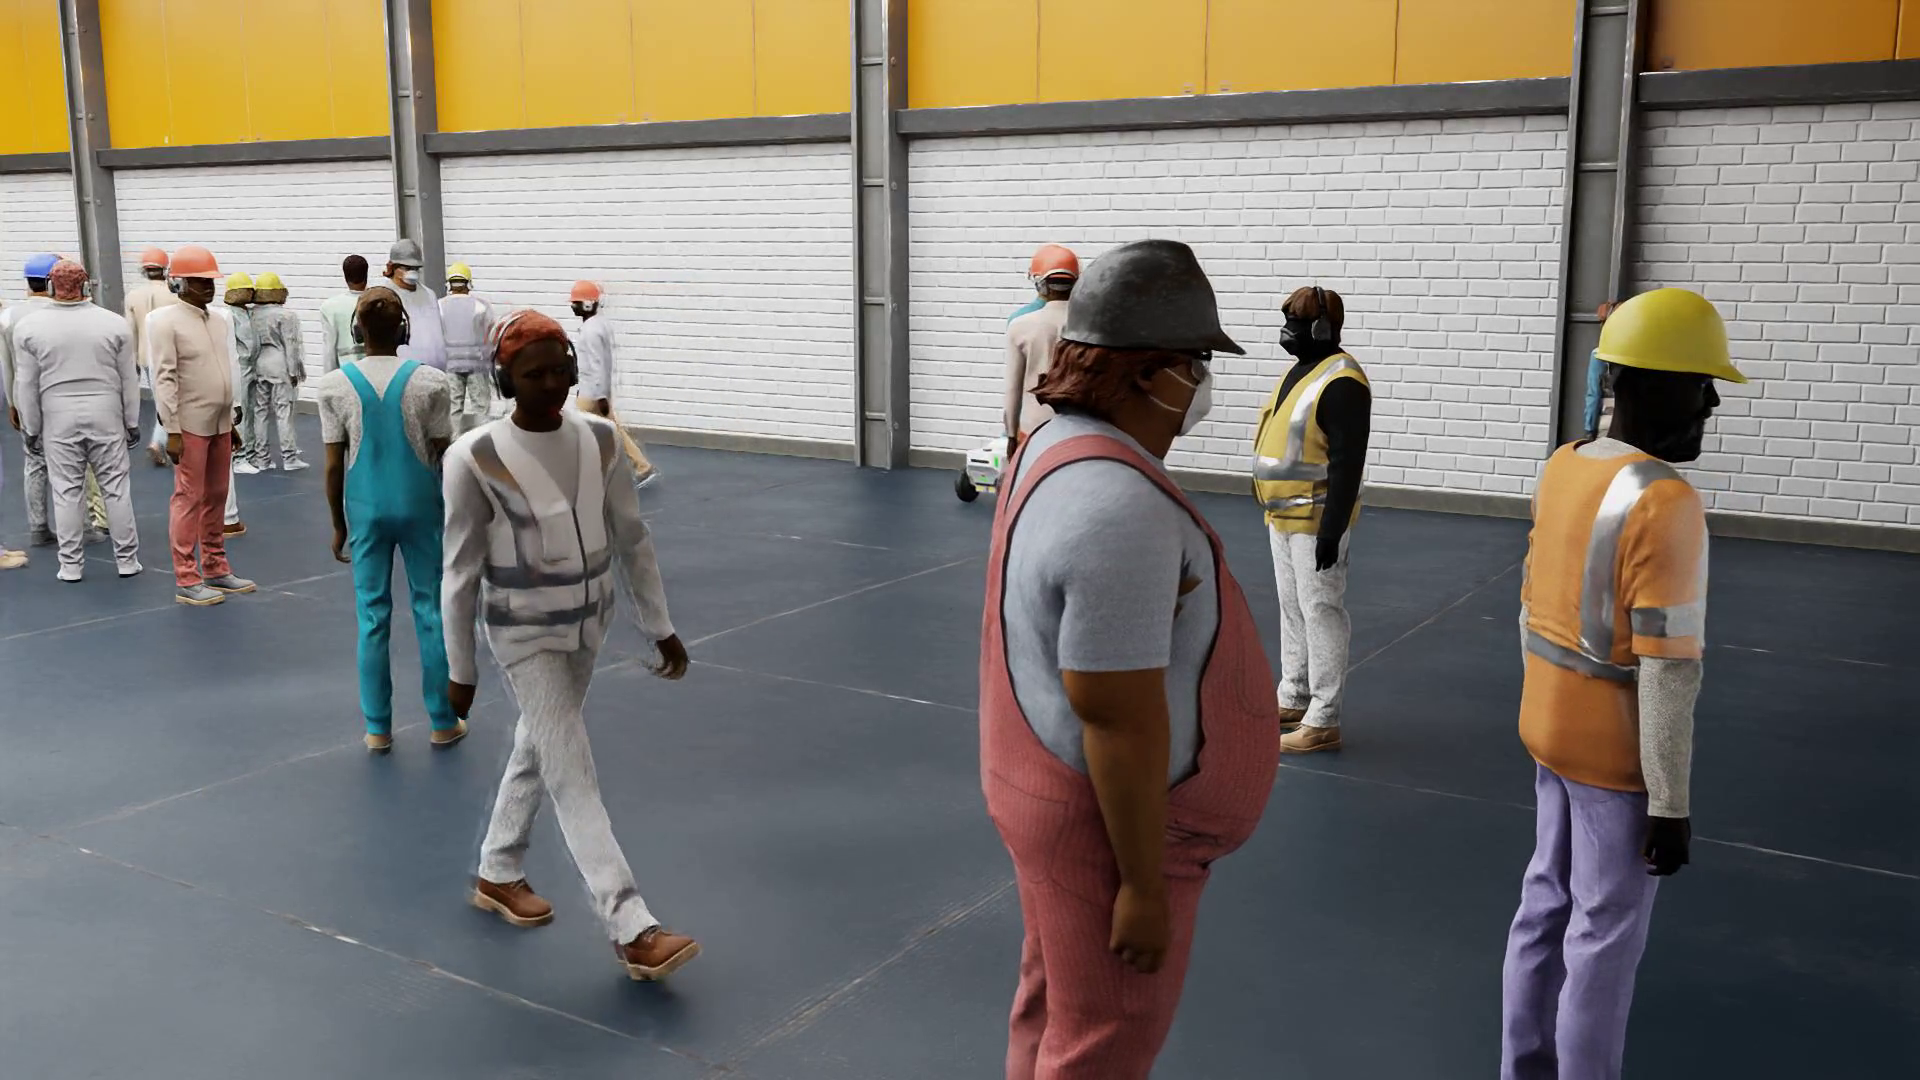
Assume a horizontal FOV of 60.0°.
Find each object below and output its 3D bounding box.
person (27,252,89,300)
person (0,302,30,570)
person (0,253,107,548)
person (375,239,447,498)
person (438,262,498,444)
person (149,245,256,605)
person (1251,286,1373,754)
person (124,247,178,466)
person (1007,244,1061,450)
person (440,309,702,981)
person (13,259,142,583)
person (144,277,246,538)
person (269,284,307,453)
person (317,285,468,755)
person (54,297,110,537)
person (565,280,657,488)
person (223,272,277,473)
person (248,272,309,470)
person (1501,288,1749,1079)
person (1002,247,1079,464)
[{"bbox_3d":[-10.320,-2.357,19.135,0.660,1.887,0.571,-7,13,-36],"label":"person"},{"bbox_3d":[-5.982,-0.719,10.196,0.355,1.835,0.515,-7,13,-36],"label":"person"},{"bbox_3d":[-5.982,-0.908,10.959,0.615,1.939,0.417,1,10,4],"label":"person"},{"bbox_3d":[-4.161,-1.268,12.659,0.535,2.000,0.687,6,12,31],"label":"person"},{"bbox_3d":[-4.377,-1.533,14.724,0.586,1.826,0.403,-2,10,-9],"label":"person"},{"bbox_3d":[-4.243,-0.644,9.326,0.395,1.992,0.622,2,10,9],"label":"person"},{"bbox_3d":[1.377,-0.080,6.625,0.429,1.845,0.622,-2,10,-9],"label":"person"},{"bbox_3d":[-7.236,-1.658,15.049,0.603,1.965,0.950,0,10,2],"label":"person"},{"bbox_3d":[0.512,-0.712,9.701,0.379,1.996,0.609,8,13,37],"label":"person"},{"bbox_3d":[-1.098,0.281,4.639,1.014,1.828,0.580,7,12,33],"label":"person"},{"bbox_3d":[-5.212,-0.699,9.877,0.638,1.909,0.408,-6,12,-30],"label":"person"},{"bbox_3d":[-5.156,-0.935,11.252,0.575,1.882,0.355,-3,11,-15],"label":"person"},{"bbox_3d":[-6.510,-1.626,15.814,0.462,1.625,0.514,7,13,36],"label":"person"},{"bbox_3d":[-2.225,-0.069,6.555,0.507,1.847,0.343,-2,10,-12],"label":"person"},{"bbox_3d":[-5.996,-0.883,11.316,0.330,1.750,0.572,-9,13,-40],"label":"person"},{"bbox_3d":[-2.892,-1.229,13.374,0.868,1.715,0.571,-1,10,-7],"label":"person"},{"bbox_3d":[-6.233,-1.459,14.534,0.289,1.746,0.487,1,10,4],"label":"person"},{"bbox_3d":[-6.066,-1.485,14.684,0.487,1.743,0.315,2,10,10],"label":"person"},{"bbox_3d":[1.392,0.436,3.534,0.382,1.923,0.591,-1,10,-5],"label":"person"},{"bbox_3d":[0.534,-0.601,9.132,0.613,1.985,0.422,0,10,0],"label":"person"}]
